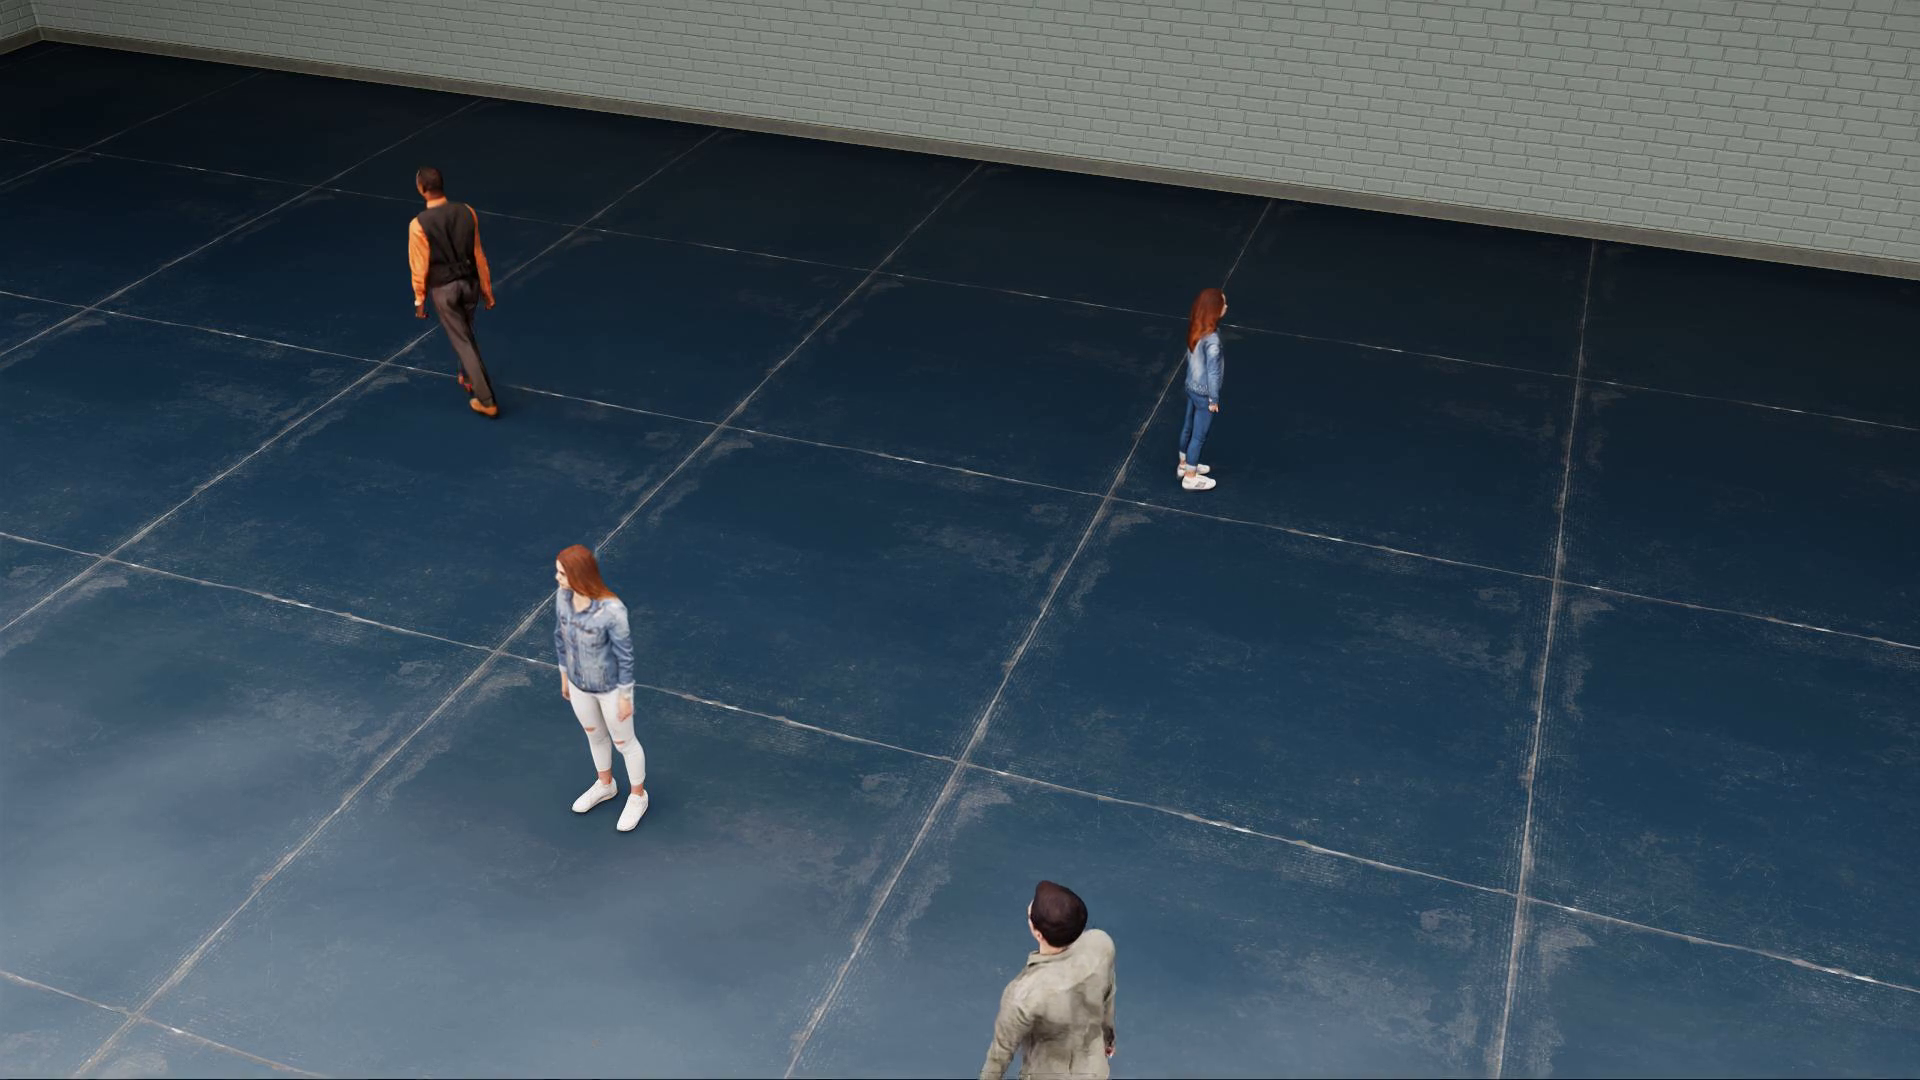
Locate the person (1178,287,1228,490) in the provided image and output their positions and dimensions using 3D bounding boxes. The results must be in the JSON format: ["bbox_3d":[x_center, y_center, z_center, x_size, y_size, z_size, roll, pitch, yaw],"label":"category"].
[{"bbox_3d":[1.649,-1.044,11.385,0.685,1.475,0.584,-6,34,-10],"label":"person"}]

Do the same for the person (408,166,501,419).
[{"bbox_3d":[-3.616,-1.768,12.122,1.010,1.885,1.003,-28,42,-36],"label":"person"}]

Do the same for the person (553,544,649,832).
[{"bbox_3d":[-1.821,0.725,8.458,0.649,1.700,0.560,17,37,24],"label":"person"}]

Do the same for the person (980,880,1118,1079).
[{"bbox_3d":[0.435,2.058,6.268,0.773,1.854,0.900,-26,41,-34],"label":"person"}]
